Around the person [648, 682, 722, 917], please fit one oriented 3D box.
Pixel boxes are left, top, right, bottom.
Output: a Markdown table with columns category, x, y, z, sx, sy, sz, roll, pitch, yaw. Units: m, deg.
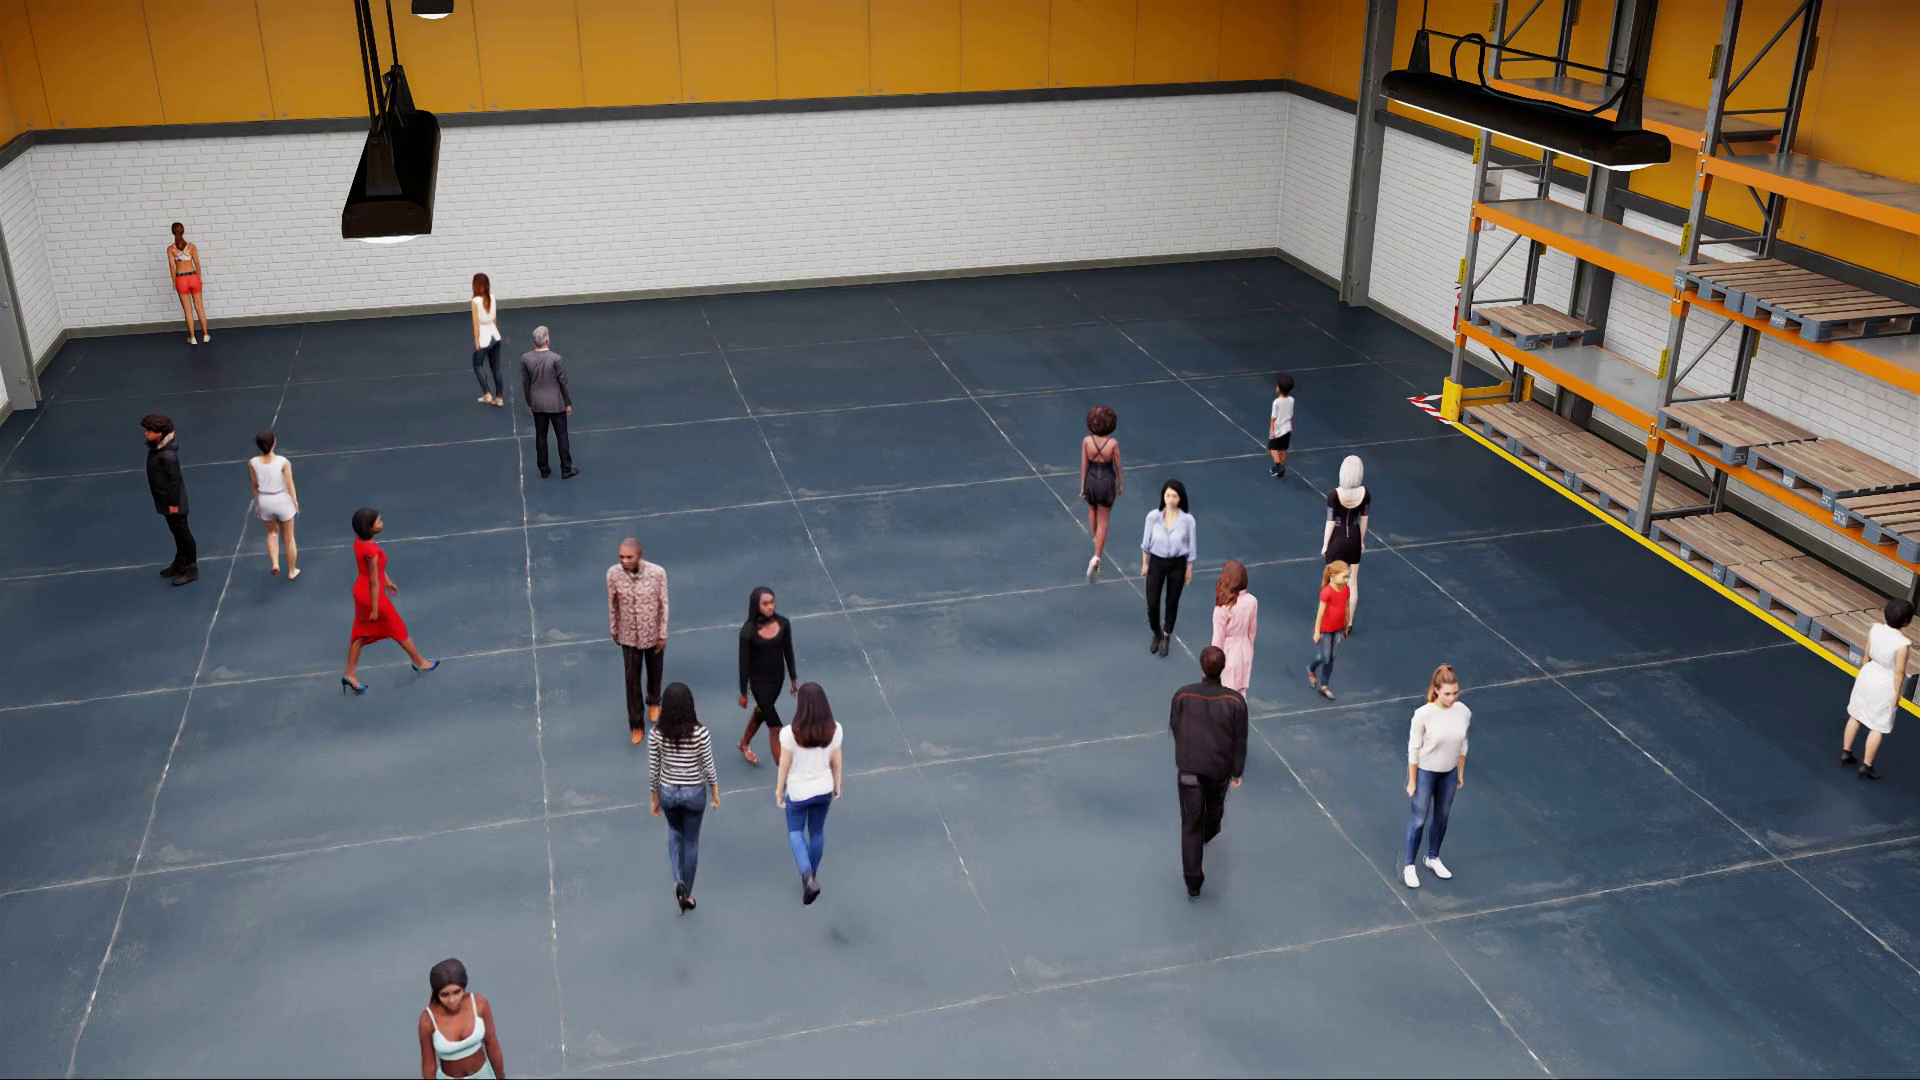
| category | x | y | z | sx | sy | sz | roll | pitch | yaw |
| --- | --- | --- | --- | --- | --- | --- | --- | --- | --- |
| person | -1.938 | 1.868 | 11.545 | 0.698 | 1.775 | 0.715 | 2 | 24 | 5 |

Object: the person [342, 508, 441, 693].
| category | x | y | z | sx | sy | sz | roll | pitch | yaw |
| --- | --- | --- | --- | --- | --- | --- | --- | --- | --- |
| person | -5.258 | 0.566 | 14.616 | 0.931 | 1.701 | 1.099 | -18 | 29 | -35 |

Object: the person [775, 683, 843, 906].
| category | x | y | z | sx | sy | sz | roll | pitch | yaw |
| --- | --- | --- | --- | --- | --- | --- | --- | --- | --- |
| person | -1.032 | 1.848 | 11.734 | 0.662 | 1.661 | 0.839 | -9 | 25 | -20 |

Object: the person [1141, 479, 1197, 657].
| category | x | y | z | sx | sy | sz | roll | pitch | yaw |
| --- | --- | --- | --- | --- | --- | --- | --- | --- | --- |
| person | 1.924 | 0.234 | 15.331 | 0.763 | 1.737 | 0.758 | 5 | 24 | 10 |

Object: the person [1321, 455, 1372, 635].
| category | x | y | z | sx | sy | sz | roll | pitch | yaw |
| --- | --- | --- | --- | --- | --- | --- | --- | --- | --- |
| person | 3.610 | 0.055 | 15.624 | 0.585 | 1.830 | 0.506 | -5 | 24 | -11 |

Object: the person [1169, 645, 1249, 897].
| category | x | y | z | sx | sy | sz | roll | pitch | yaw |
| --- | --- | --- | --- | --- | --- | --- | --- | --- | --- |
| person | 1.753 | 1.698 | 11.926 | 1.000 | 1.782 | 1.317 | 3 | 24 | 6 |

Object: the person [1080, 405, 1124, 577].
| category | x | y | z | sx | sy | sz | roll | pitch | yaw |
| --- | --- | --- | --- | --- | --- | --- | --- | --- | --- |
| person | 1.410 | -0.460 | 16.904 | 0.938 | 1.749 | 1.159 | 6 | 24 | 14 |

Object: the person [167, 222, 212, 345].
| category | x | y | z | sx | sy | sz | roll | pitch | yaw |
| --- | --- | --- | --- | --- | --- | --- | --- | --- | --- |
| person | -11.347 | -3.777 | 24.440 | 0.654 | 1.791 | 0.657 | -15 | 28 | -31 |

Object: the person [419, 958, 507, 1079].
| category | x | y | z | sx | sy | sz | roll | pitch | yaw |
| --- | --- | --- | --- | --- | --- | --- | --- | --- | --- |
| person | -2.723 | 2.960 | 9.127 | 0.627 | 1.712 | 0.658 | -13 | 27 | -27 |

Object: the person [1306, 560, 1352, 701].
| category | x | y | z | sx | sy | sz | roll | pitch | yaw |
| --- | --- | --- | --- | --- | --- | --- | --- | --- | --- |
| person | 3.225 | 0.760 | 14.668 | 0.567 | 1.304 | 0.654 | -12 | 26 | -25 |

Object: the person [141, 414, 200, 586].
| category | x | y | z | sx | sy | sz | roll | pitch | yaw |
| --- | --- | --- | --- | --- | --- | --- | --- | --- | --- |
| person | -7.977 | -0.441 | 16.820 | 0.779 | 1.781 | 0.677 | -19 | 30 | -36 |

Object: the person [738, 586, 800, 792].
| category | x | y | z | sx | sy | sz | roll | pitch | yaw |
| --- | --- | --- | --- | --- | --- | --- | --- | --- | --- |
| person | -1.587 | 1.149 | 13.316 | 0.991 | 1.674 | 1.261 | -19 | 30 | -36 |

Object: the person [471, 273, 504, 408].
| category | x | y | z | sx | sy | sz | roll | pitch | yaw |
| --- | --- | --- | --- | --- | --- | --- | --- | --- | --- |
| person | -6.117 | -2.592 | 21.752 | 0.799 | 1.772 | 0.745 | 16 | 28 | 33 |

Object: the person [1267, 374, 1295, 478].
| category | x | y | z | sx | sy | sz | roll | pitch | yaw |
| --- | --- | --- | --- | --- | --- | --- | --- | --- | --- |
| person | 3.803 | -1.315 | 19.479 | 0.546 | 1.252 | 0.610 | -11 | 26 | -24 |

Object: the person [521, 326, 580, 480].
| category | x | y | z | sx | sy | sz | roll | pitch | yaw |
| --- | --- | --- | --- | --- | --- | --- | --- | --- | --- |
| person | -4.806 | -1.614 | 19.427 | 0.788 | 1.842 | 0.746 | 3 | 24 | 6 |

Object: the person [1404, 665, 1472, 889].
| category | x | y | z | sx | sy | sz | roll | pitch | yaw |
| --- | --- | --- | --- | --- | --- | --- | --- | --- | --- |
| person | 3.426 | 1.678 | 12.044 | 0.626 | 1.724 | 0.584 | -6 | 24 | -13 |

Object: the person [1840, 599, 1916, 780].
| category | x | y | z | sx | sy | sz | roll | pitch | yaw |
| --- | --- | --- | --- | --- | --- | --- | --- | --- | --- |
| person | 7.394 | 1.186 | 13.384 | 0.630 | 1.552 | 0.466 | -8 | 25 | -17 |

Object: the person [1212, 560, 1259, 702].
| category | x | y | z | sx | sy | sz | roll | pitch | yaw |
| --- | --- | --- | --- | --- | --- | --- | --- | --- | --- |
| person | 2.204 | 1.010 | 13.475 | 0.668 | 1.802 | 0.617 | -14 | 27 | -28 |

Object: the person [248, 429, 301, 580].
| category | x | y | z | sx | sy | sz | roll | pitch | yaw |
| --- | --- | --- | --- | --- | --- | --- | --- | --- | --- |
| person | -6.922 | -0.320 | 16.771 | 0.629 | 1.600 | 0.639 | -1 | 24 | -3 |

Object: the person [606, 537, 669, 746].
| category | x | y | z | sx | sy | sz | roll | pitch | yaw |
| --- | --- | --- | --- | --- | --- | --- | --- | --- | --- |
| person | -2.682 | 0.755 | 14.096 | 0.748 | 1.772 | 1.082 | -3 | 24 | -7 |
